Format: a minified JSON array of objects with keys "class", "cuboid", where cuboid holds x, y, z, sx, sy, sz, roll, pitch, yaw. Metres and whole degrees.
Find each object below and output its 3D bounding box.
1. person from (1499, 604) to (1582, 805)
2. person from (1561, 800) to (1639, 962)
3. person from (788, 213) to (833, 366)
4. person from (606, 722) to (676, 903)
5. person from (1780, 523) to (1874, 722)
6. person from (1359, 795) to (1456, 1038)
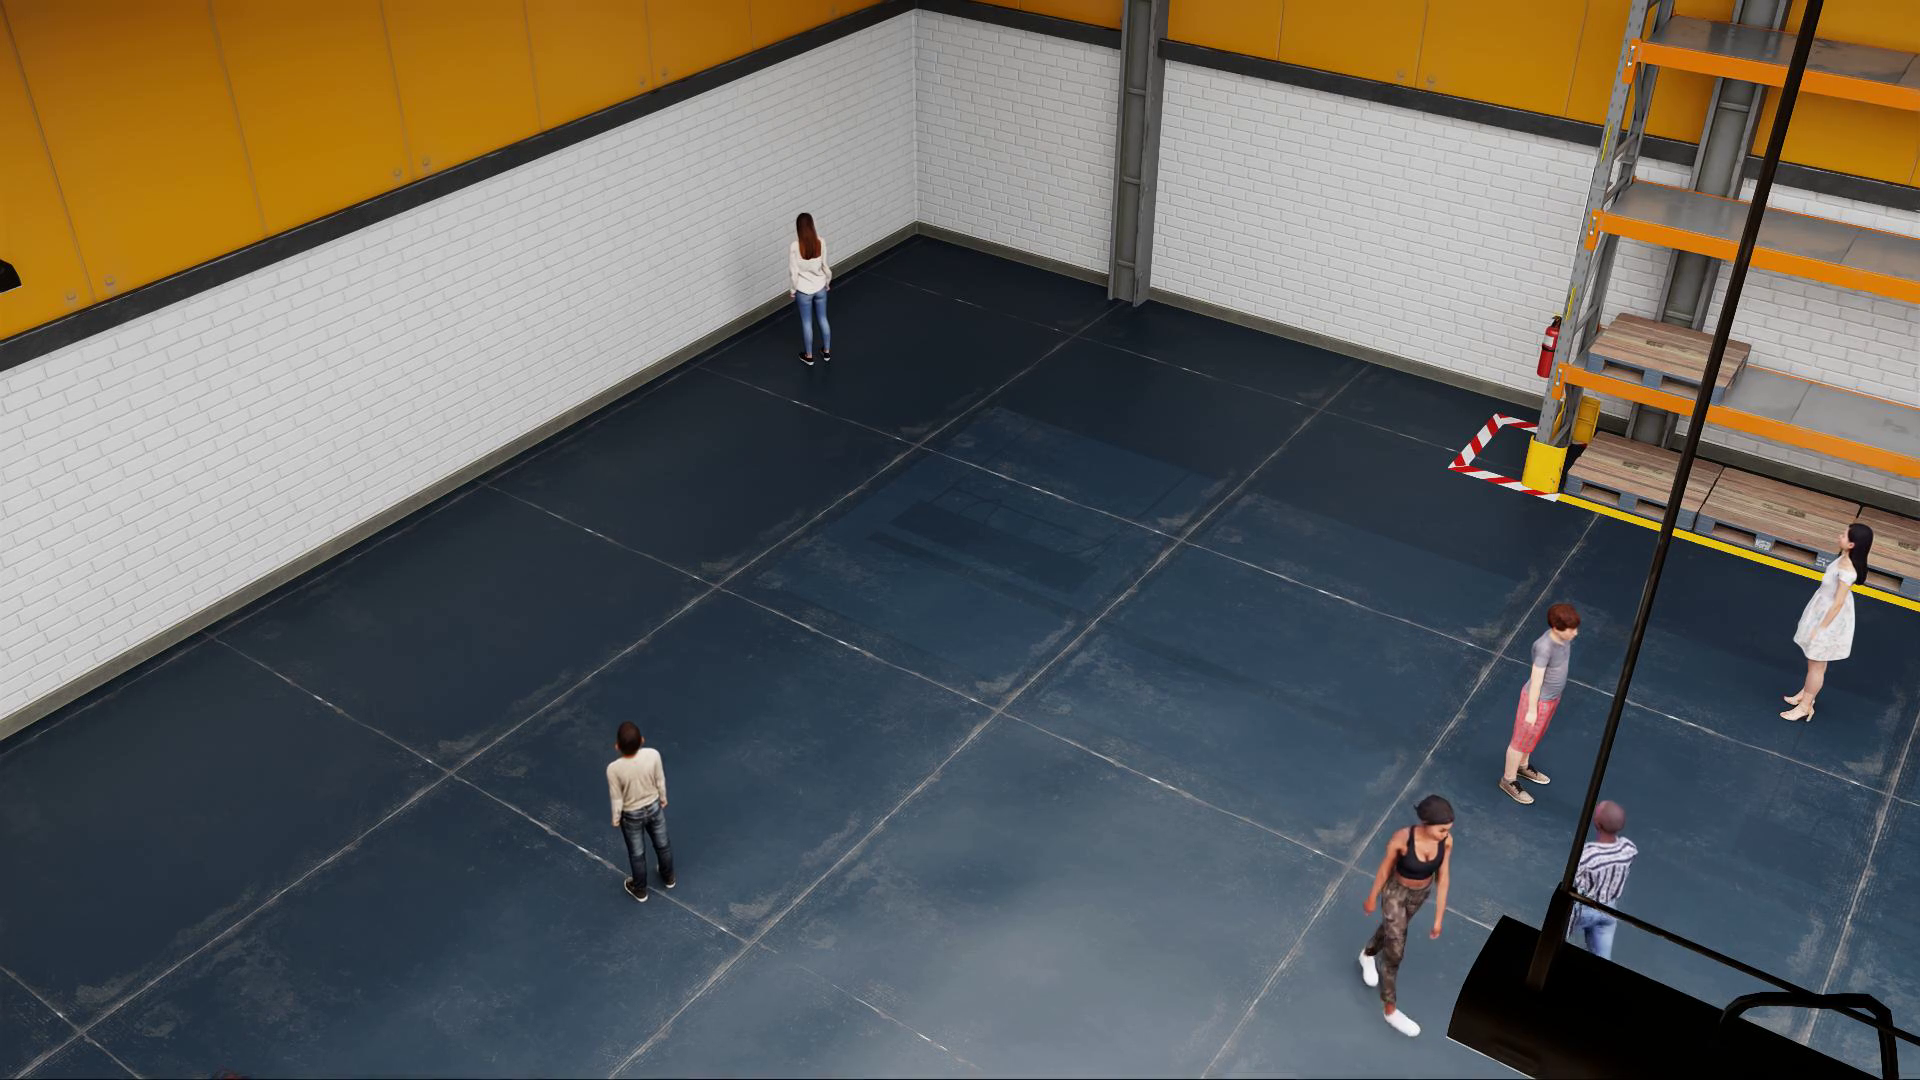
[{"class":"person","cuboid":[4.207,1.139,12.073,0.553,1.651,0.601,26,42,33]},{"class":"person","cuboid":[3.875,2.378,10.129,1.115,1.739,1.264,-10,35,-15]},{"class":"person","cuboid":[-1.601,-2.696,17.806,0.708,1.692,0.714,-15,36,-21]},{"class":"person","cuboid":[-2.151,1.822,11.215,0.619,1.464,0.624,-19,38,-26]},{"class":"person","cuboid":[6.640,0.629,12.729,0.628,1.775,0.645,19,38,27]},{"class":"person","cuboid":[2.771,2.198,10.477,0.981,1.654,1.074,-6,34,-8]}]
